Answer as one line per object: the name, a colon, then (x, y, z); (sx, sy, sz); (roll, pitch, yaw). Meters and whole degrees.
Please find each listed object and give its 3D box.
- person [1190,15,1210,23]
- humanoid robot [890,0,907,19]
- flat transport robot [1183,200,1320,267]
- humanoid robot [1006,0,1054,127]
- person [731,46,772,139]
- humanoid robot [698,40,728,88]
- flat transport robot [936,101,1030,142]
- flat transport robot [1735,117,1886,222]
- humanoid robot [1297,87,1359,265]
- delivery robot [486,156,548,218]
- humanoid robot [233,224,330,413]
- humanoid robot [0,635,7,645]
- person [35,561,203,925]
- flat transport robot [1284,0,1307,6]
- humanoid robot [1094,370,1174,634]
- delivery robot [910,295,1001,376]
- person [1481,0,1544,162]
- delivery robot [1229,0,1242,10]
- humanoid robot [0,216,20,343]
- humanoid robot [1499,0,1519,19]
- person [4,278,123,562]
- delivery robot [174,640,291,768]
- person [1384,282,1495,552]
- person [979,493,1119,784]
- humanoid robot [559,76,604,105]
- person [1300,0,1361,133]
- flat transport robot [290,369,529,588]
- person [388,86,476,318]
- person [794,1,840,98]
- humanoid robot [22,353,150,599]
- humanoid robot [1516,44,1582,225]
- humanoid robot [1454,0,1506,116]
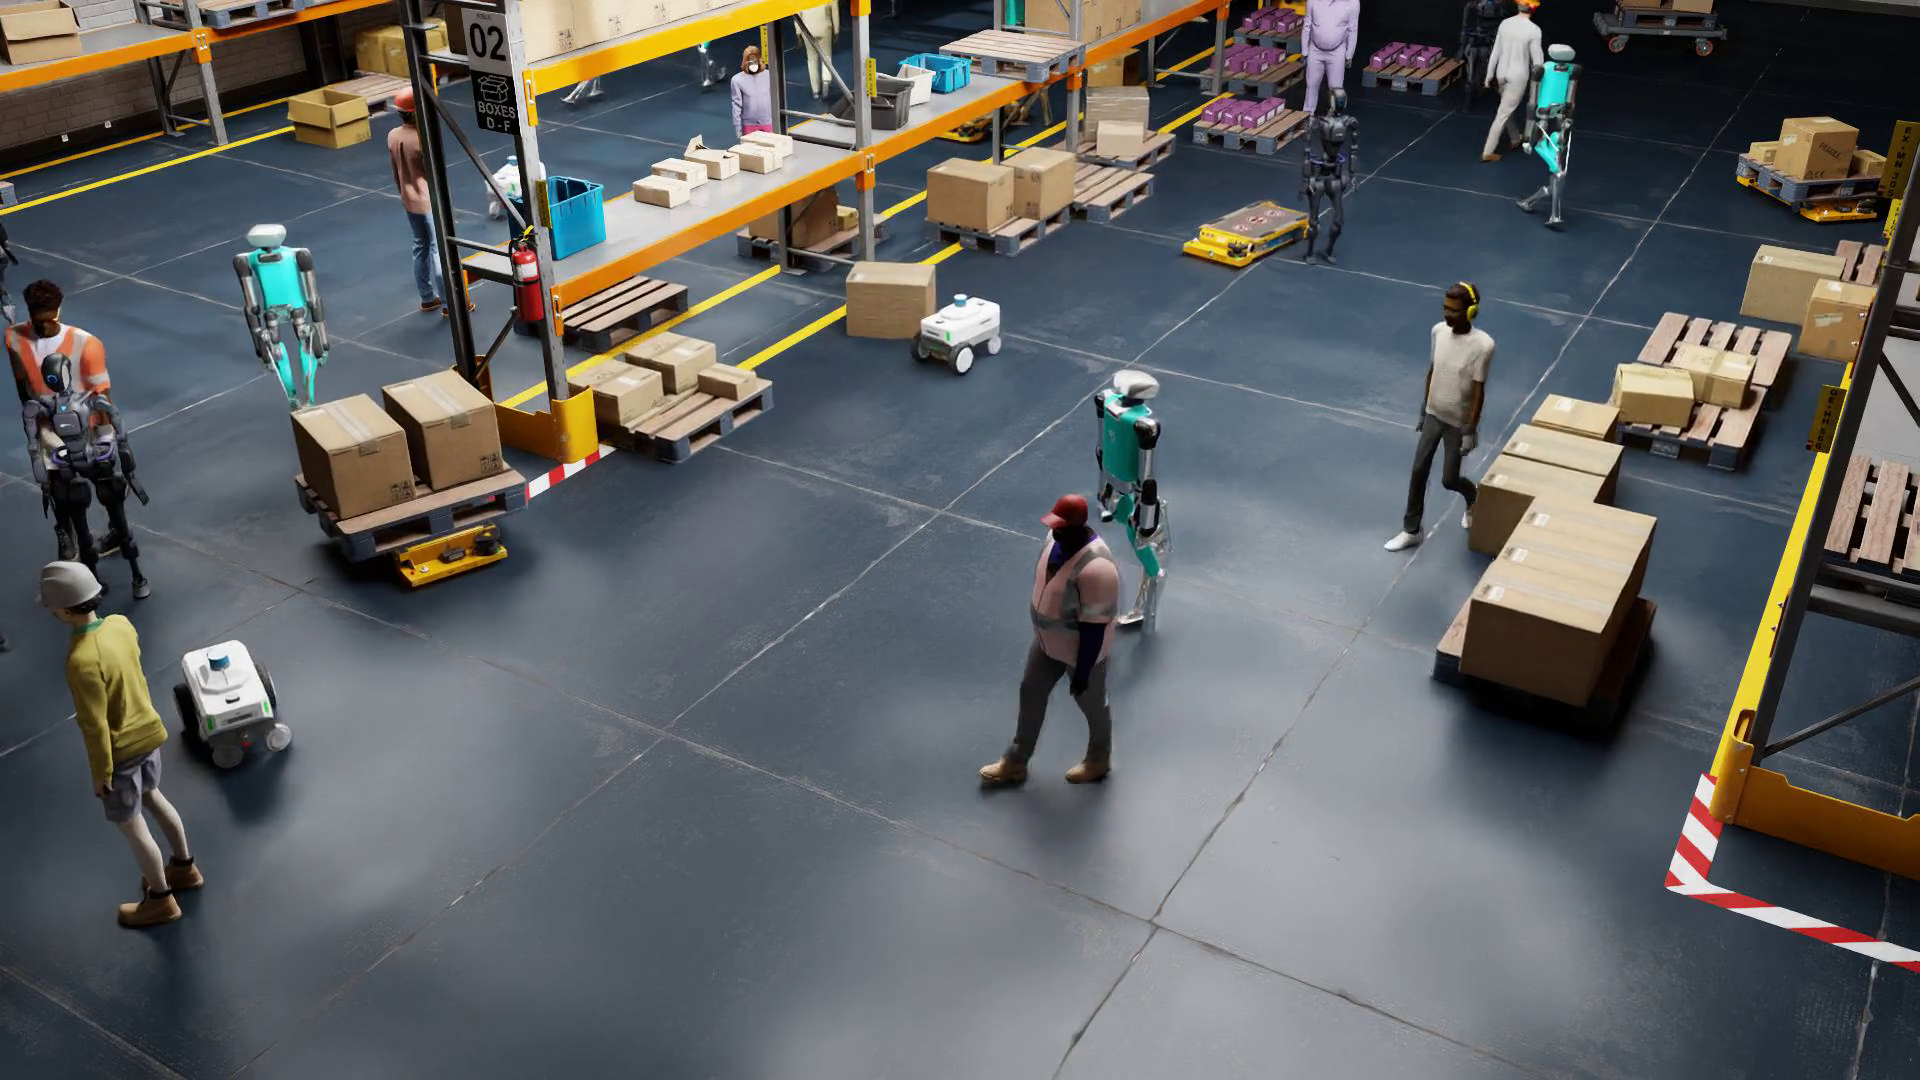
person: (3.429, -8.553, 24.495); (0.571, 1.823, 0.585); (1, 29, 1)
humanoid robot: (-0.894, -8.612, 24.777); (0.609, 1.629, 0.719); (-3, 30, -5)
flat transport robot: (2.864, -3.000, 16.249); (0.659, 0.231, 1.431); (24, 37, 36)
humanoid robot: (0.847, -5.710, 19.538); (0.624, 1.756, 0.851); (-21, 35, -32)
person: (-2.077, -4.256, 17.092); (0.505, 1.622, 0.297); (-7, 30, -13)
humanoid robot: (-3.234, -6.574, 21.082); (0.565, 1.739, 1.027); (12, 31, 19)
flat transport robot: (0.203, -5.030, 19.840); (0.659, 0.231, 1.431); (17, 34, 27)
flat transport robot: (8.838, -3.639, 17.379); (0.659, 0.231, 1.431); (-5, 30, -9)
humanoid robot: (3.424, -3.380, 15.480); (0.601, 1.647, 0.332); (-8, 30, -13)
delivery robot: (-4.548, -3.648, 17.098); (0.499, 0.589, 0.790); (8, 30, 13)
humanoid robot: (-4.778, -1.292, 11.806); (0.536, 1.780, 1.033); (-6, 30, -10)
humanoid robot: (-5.978, -0.003, 9.514); (0.330, 1.649, 0.602); (-1, 29, -1)
person: (-3.852, 0.930, 7.666); (0.412, 1.879, 0.487); (0, 29, 0)
flat transport robot: (5.014, -8.588, 26.134); (1.431, 0.231, 0.659); (21, 36, 32)
humanoid robot: (1.136, -0.163, 9.842); (0.735, 1.890, 0.545); (-16, 33, -25)
delivery robot: (-0.005, -1.718, 13.694); (0.499, 0.598, 0.802); (23, 36, 34)
person: (6.223, -5.166, 18.474); (0.958, 1.845, 0.609); (-19, 35, -30)
delivery robot: (3.965, -8.494, 25.680); (0.789, 0.598, 0.499); (14, 32, 23)
humanoid robot: (-8.105, -2.362, 13.705); (0.366, 1.655, 0.593); (26, 38, 38)
humanoid robot: (8.298, -8.531, 24.598); (0.603, 1.647, 0.336); (1, 30, 2)
person: (-5.675, -0.752, 10.596); (0.653, 1.944, 0.446); (1, 30, 3)
delivery robot: (-4.009, 0.861, 9.129); (0.513, 0.597, 0.768); (-17, 34, -27)
person: (3.188, -0.795, 10.748); (0.714, 1.846, 0.525); (-21, 35, -32)
person: (0.465, 0.551, 8.491); (0.821, 1.718, 0.644); (-16, 33, -26)
humanoid robot: (-4.630, -6.193, 20.389); (0.545, 1.730, 0.986); (21, 36, 32)
person: (4.265, -5.667, 19.314); (0.644, 1.900, 0.401); (10, 31, 18)
flat transport robot: (-3.647, -0.131, 11.173); (0.659, 0.231, 1.431); (-21, 35, -32)
person: (-4.588, -2.895, 14.311); (0.610, 1.995, 0.377); (19, 35, 30)
person: (-1.775, -6.356, 20.698); (0.565, 1.732, 0.556); (-2, 30, -4)
humanoid robot: (-5.311, -0.372, 10.154); (0.599, 1.657, 0.315); (-8, 30, -14)
humanoid robot: (5.944, -3.947, 16.475); (0.543, 1.762, 1.041); (-7, 30, -13)
humanoid robot: (6.288, -5.978, 20.092); (0.585, 1.644, 0.541); (-5, 30, -10)
